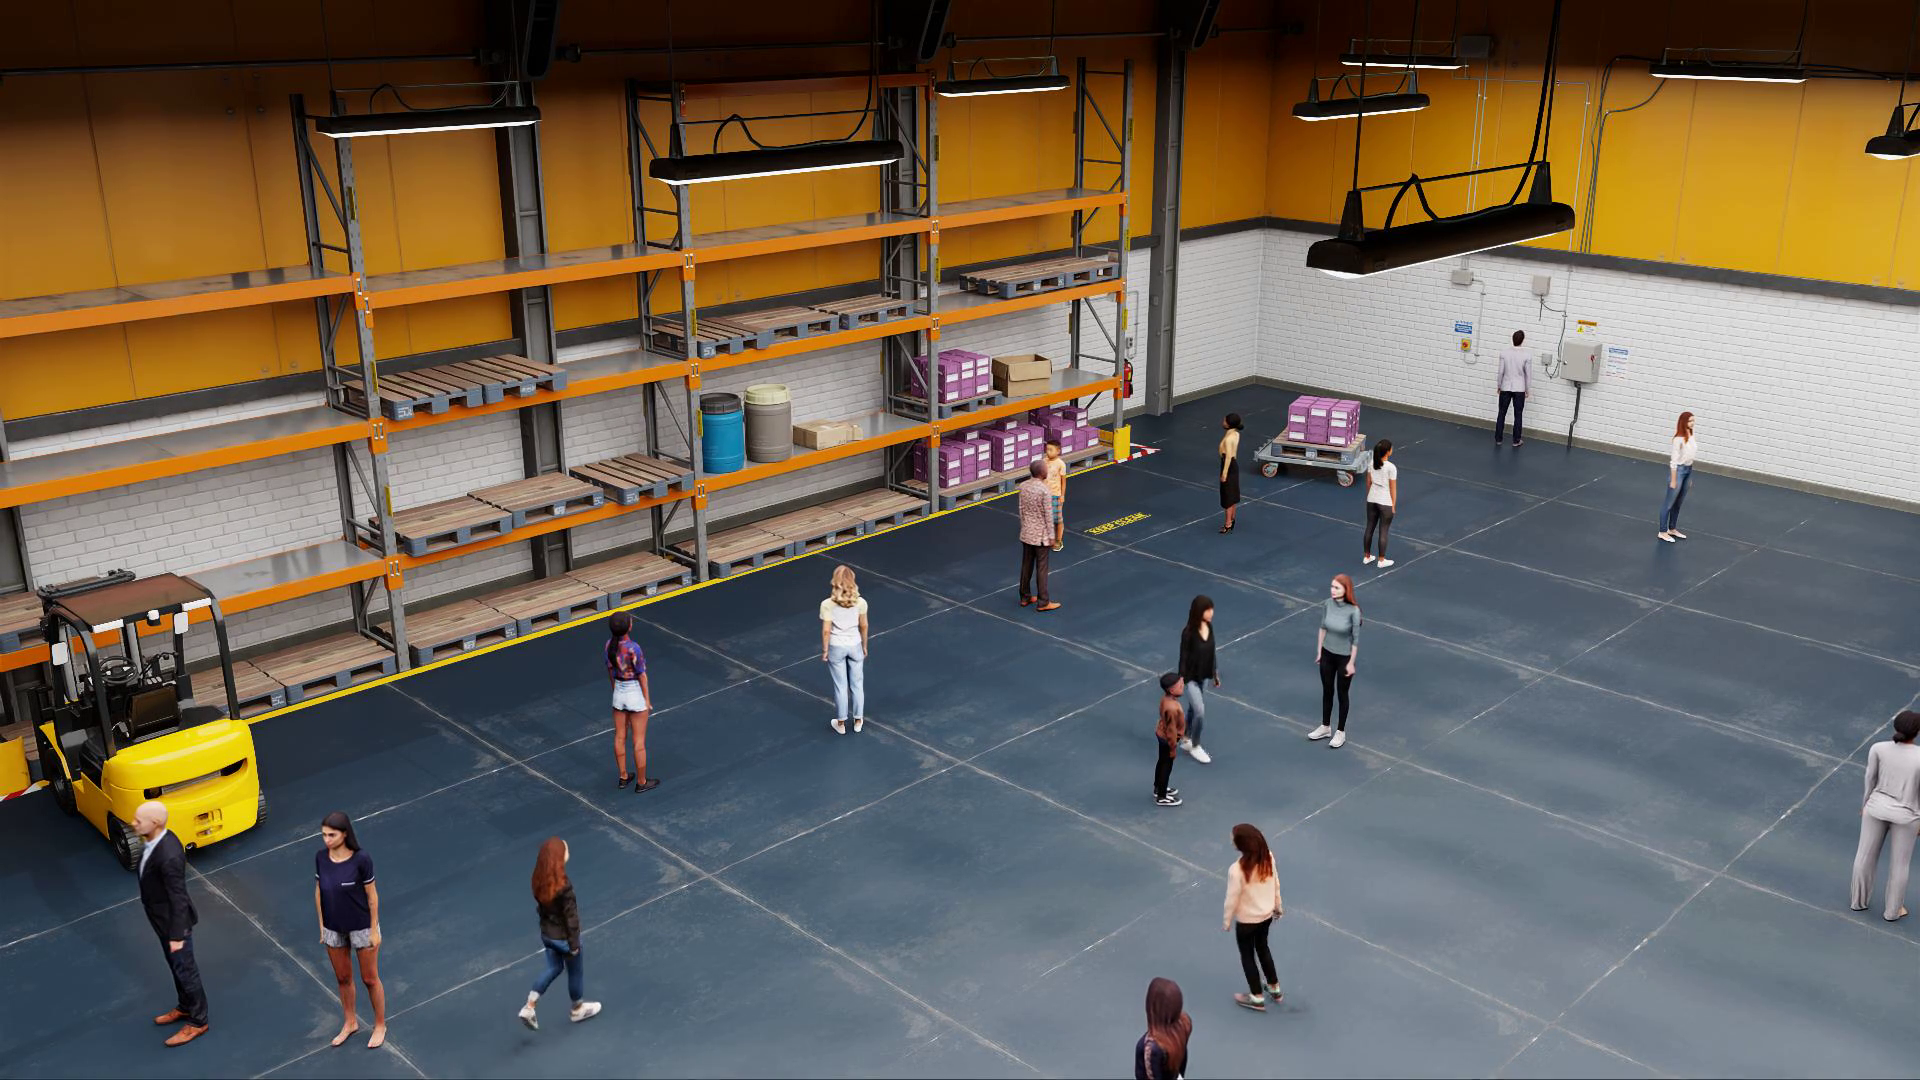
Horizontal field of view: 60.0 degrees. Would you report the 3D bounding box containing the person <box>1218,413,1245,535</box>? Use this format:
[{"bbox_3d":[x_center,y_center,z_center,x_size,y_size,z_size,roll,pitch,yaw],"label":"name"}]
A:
[{"bbox_3d":[3.608,-0.898,22.270,0.700,1.653,0.581,9,21,24],"label":"person"}]

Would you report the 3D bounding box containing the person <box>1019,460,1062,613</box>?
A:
[{"bbox_3d":[0.899,-0.068,19.561,0.586,1.808,0.685,-16,24,-39],"label":"person"}]

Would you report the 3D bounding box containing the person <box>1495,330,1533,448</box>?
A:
[{"bbox_3d":[8.805,-2.420,26.477,0.743,1.852,0.691,9,21,25],"label":"person"}]

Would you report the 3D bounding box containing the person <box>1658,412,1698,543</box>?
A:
[{"bbox_3d":[9.526,-0.858,22.032,0.502,1.728,0.671,-12,22,-32],"label":"person"}]

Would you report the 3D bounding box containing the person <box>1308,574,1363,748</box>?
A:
[{"bbox_3d":[3.642,1.151,16.046,0.543,1.742,0.590,-15,24,-38],"label":"person"}]

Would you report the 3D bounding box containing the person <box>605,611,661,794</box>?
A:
[{"bbox_3d":[-3.018,1.455,15.143,0.644,1.742,0.614,10,21,26],"label":"person"}]

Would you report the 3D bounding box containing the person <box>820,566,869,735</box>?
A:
[{"bbox_3d":[-1.121,1.074,16.303,0.653,1.723,0.769,-5,19,-15],"label":"person"}]

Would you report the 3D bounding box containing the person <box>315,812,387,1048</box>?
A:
[{"bbox_3d":[-4.201,2.676,11.480,0.667,1.765,0.703,2,19,7],"label":"person"}]

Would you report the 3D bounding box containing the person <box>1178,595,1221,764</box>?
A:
[{"bbox_3d":[2.192,1.279,15.835,0.646,1.634,0.587,18,25,42],"label":"person"}]

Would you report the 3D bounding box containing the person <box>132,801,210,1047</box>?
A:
[{"bbox_3d":[-5.491,2.624,11.580,0.622,1.800,0.714,-13,23,-34],"label":"person"}]

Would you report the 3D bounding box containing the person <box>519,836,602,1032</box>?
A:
[{"bbox_3d":[-2.856,2.781,11.636,0.627,1.467,0.865,14,23,35],"label":"person"}]

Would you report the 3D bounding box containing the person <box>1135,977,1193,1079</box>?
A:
[{"bbox_3d":[1.180,3.301,9.871,0.684,1.608,0.511,13,23,35],"label":"person"}]

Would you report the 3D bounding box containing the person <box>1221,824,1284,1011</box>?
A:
[{"bbox_3d":[2.139,2.704,11.895,0.522,1.447,0.711,-8,20,-22],"label":"person"}]

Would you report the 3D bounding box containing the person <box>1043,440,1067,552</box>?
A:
[{"bbox_3d":[1.204,-0.599,21.682,0.568,1.461,0.552,11,22,30],"label":"person"}]

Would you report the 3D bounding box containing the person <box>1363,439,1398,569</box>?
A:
[{"bbox_3d":[5.314,-0.475,21.024,0.536,1.647,0.575,-16,24,-39],"label":"person"}]

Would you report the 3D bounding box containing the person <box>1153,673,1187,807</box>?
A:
[{"bbox_3d":[1.864,1.775,14.961,0.633,1.252,0.580,-1,19,-2],"label":"person"}]

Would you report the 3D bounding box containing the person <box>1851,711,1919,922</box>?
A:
[{"bbox_3d":[7.339,2.151,13.084,0.634,1.737,0.555,16,24,39],"label":"person"}]
